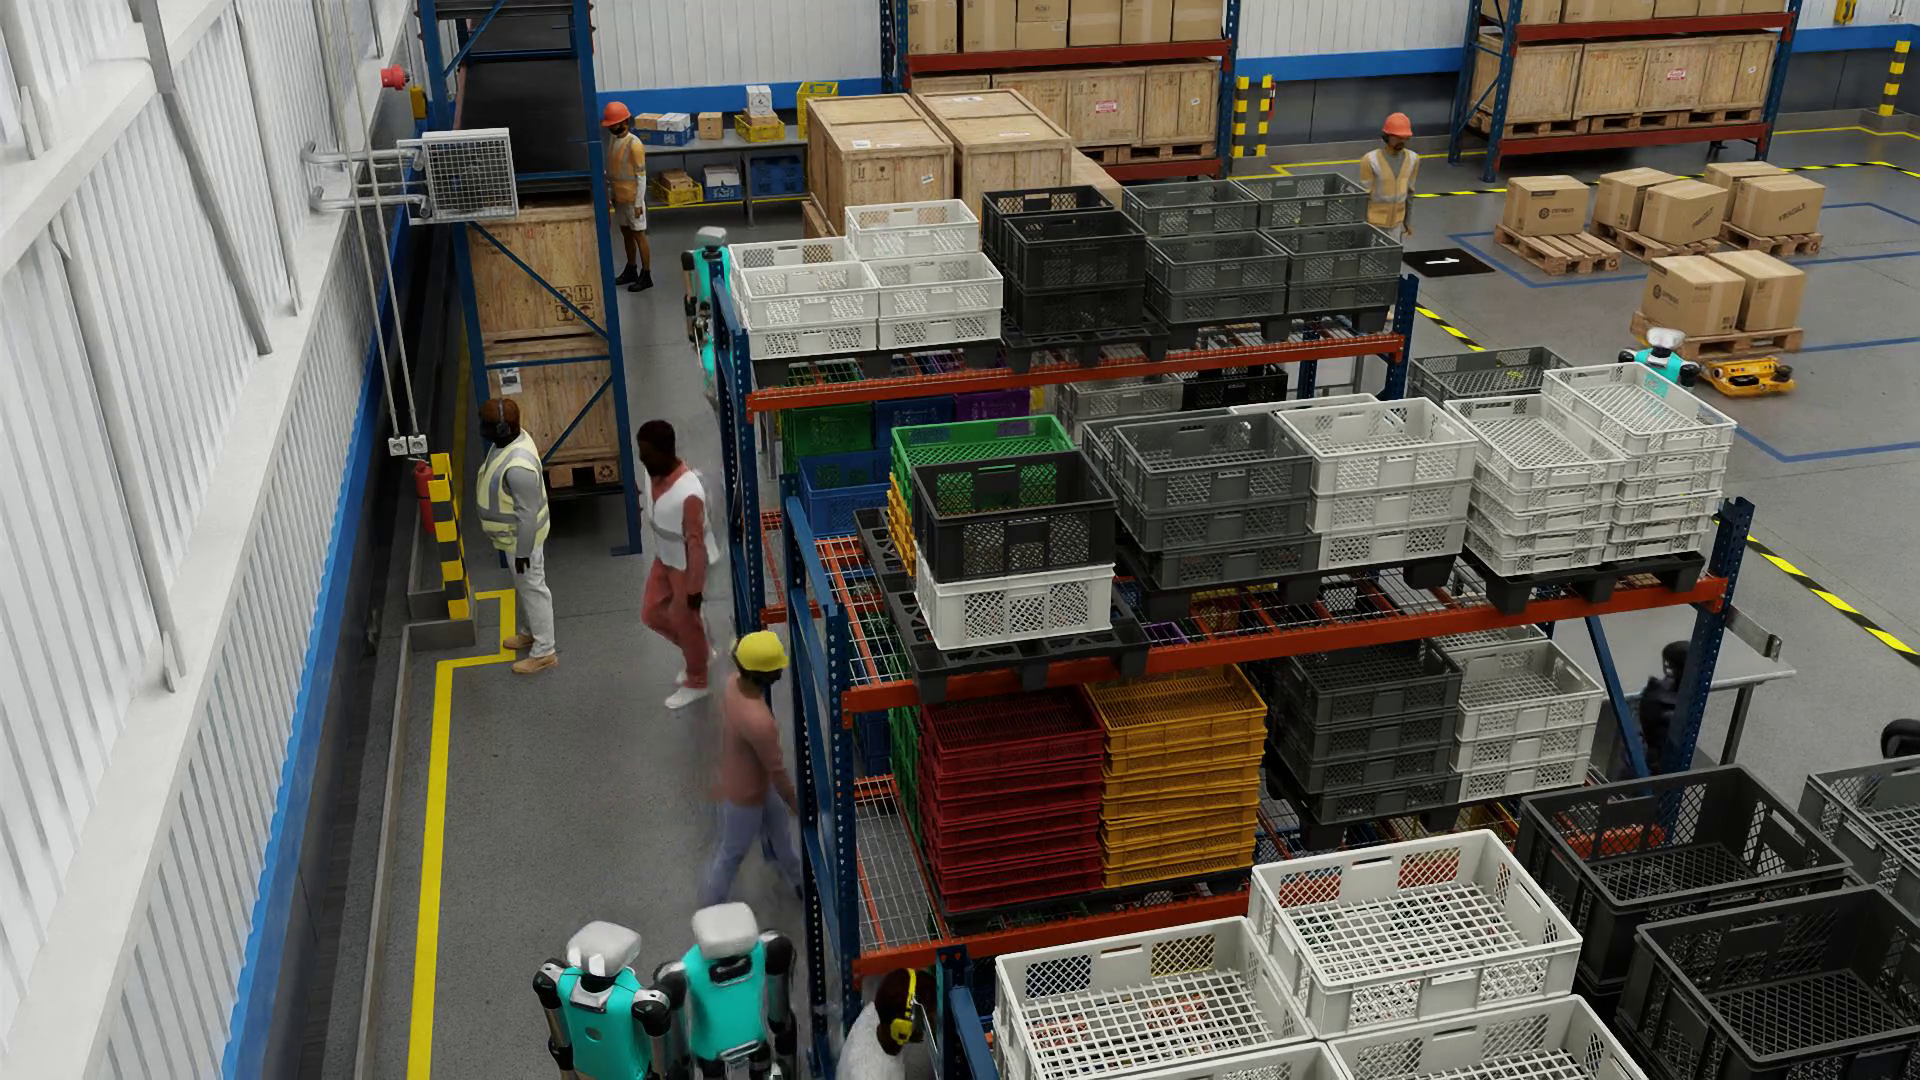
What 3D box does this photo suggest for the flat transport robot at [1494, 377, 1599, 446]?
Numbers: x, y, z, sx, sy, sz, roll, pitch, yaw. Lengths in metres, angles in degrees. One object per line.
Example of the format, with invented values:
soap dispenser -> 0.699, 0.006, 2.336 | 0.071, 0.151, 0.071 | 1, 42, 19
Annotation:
flat transport robot -> 4.780, -1.036, 14.013 | 0.659, 0.231, 1.431 | -6, 28, -12

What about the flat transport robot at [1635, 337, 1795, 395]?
flat transport robot -> 6.910, -1.705, 15.252 | 0.652, 0.197, 1.431 | -6, 28, -12

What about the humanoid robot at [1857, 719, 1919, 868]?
humanoid robot -> 4.156, 1.534, 7.619 | 0.327, 1.655, 0.589 | 10, 30, 19

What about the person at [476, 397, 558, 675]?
person -> -2.781, -0.036, 10.427 | 0.429, 1.844, 0.620 | -10, 29, -18

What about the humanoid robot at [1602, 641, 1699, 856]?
humanoid robot -> 3.431, 1.189, 8.313 | 0.549, 1.646, 0.615 | 12, 30, 22

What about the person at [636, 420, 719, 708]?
person -> -1.697, 0.154, 10.009 | 0.466, 1.895, 0.611 | -19, 33, -32

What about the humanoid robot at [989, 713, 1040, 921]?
humanoid robot -> 0.251, 1.200, 8.252 | 0.602, 1.643, 0.371 | -5, 28, -9

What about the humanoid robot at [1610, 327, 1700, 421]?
humanoid robot -> 4.888, -0.777, 11.801 | 0.533, 1.677, 0.735 | 16, 32, 28

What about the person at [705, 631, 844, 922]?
person -> -0.943, 1.200, 8.205 | 0.840, 1.727, 0.531 | -7, 29, -13

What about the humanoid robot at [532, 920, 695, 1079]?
humanoid robot -> -1.213, 2.039, 6.459 | 0.533, 1.677, 0.735 | 9, 29, 16

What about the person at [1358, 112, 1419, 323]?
person -> 4.084, -3.076, 15.978 | 0.607, 2.048, 0.365 | -8, 29, -14

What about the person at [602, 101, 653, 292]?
person -> -3.389, -3.488, 16.881 | 0.361, 1.932, 0.541 | -23, 36, -37

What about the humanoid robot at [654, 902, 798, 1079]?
humanoid robot -> -0.719, 2.286, 6.195 | 0.564, 1.820, 0.910 | -15, 31, -26

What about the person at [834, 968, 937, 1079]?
person -> -0.310, 2.279, 6.118 | 1.119, 1.761, 0.530 | 2, 28, 4

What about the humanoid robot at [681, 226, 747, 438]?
humanoid robot -> -1.984, -1.557, 13.537 | 0.536, 1.873, 0.748 | 0, 28, 1

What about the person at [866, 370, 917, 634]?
person -> -0.532, -0.234, 10.818 | 0.798, 1.817, 0.603 | -18, 33, -31

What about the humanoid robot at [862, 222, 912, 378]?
humanoid robot -> -0.370, -1.797, 13.904 | 0.944, 1.788, 0.549 | -7, 29, -13
